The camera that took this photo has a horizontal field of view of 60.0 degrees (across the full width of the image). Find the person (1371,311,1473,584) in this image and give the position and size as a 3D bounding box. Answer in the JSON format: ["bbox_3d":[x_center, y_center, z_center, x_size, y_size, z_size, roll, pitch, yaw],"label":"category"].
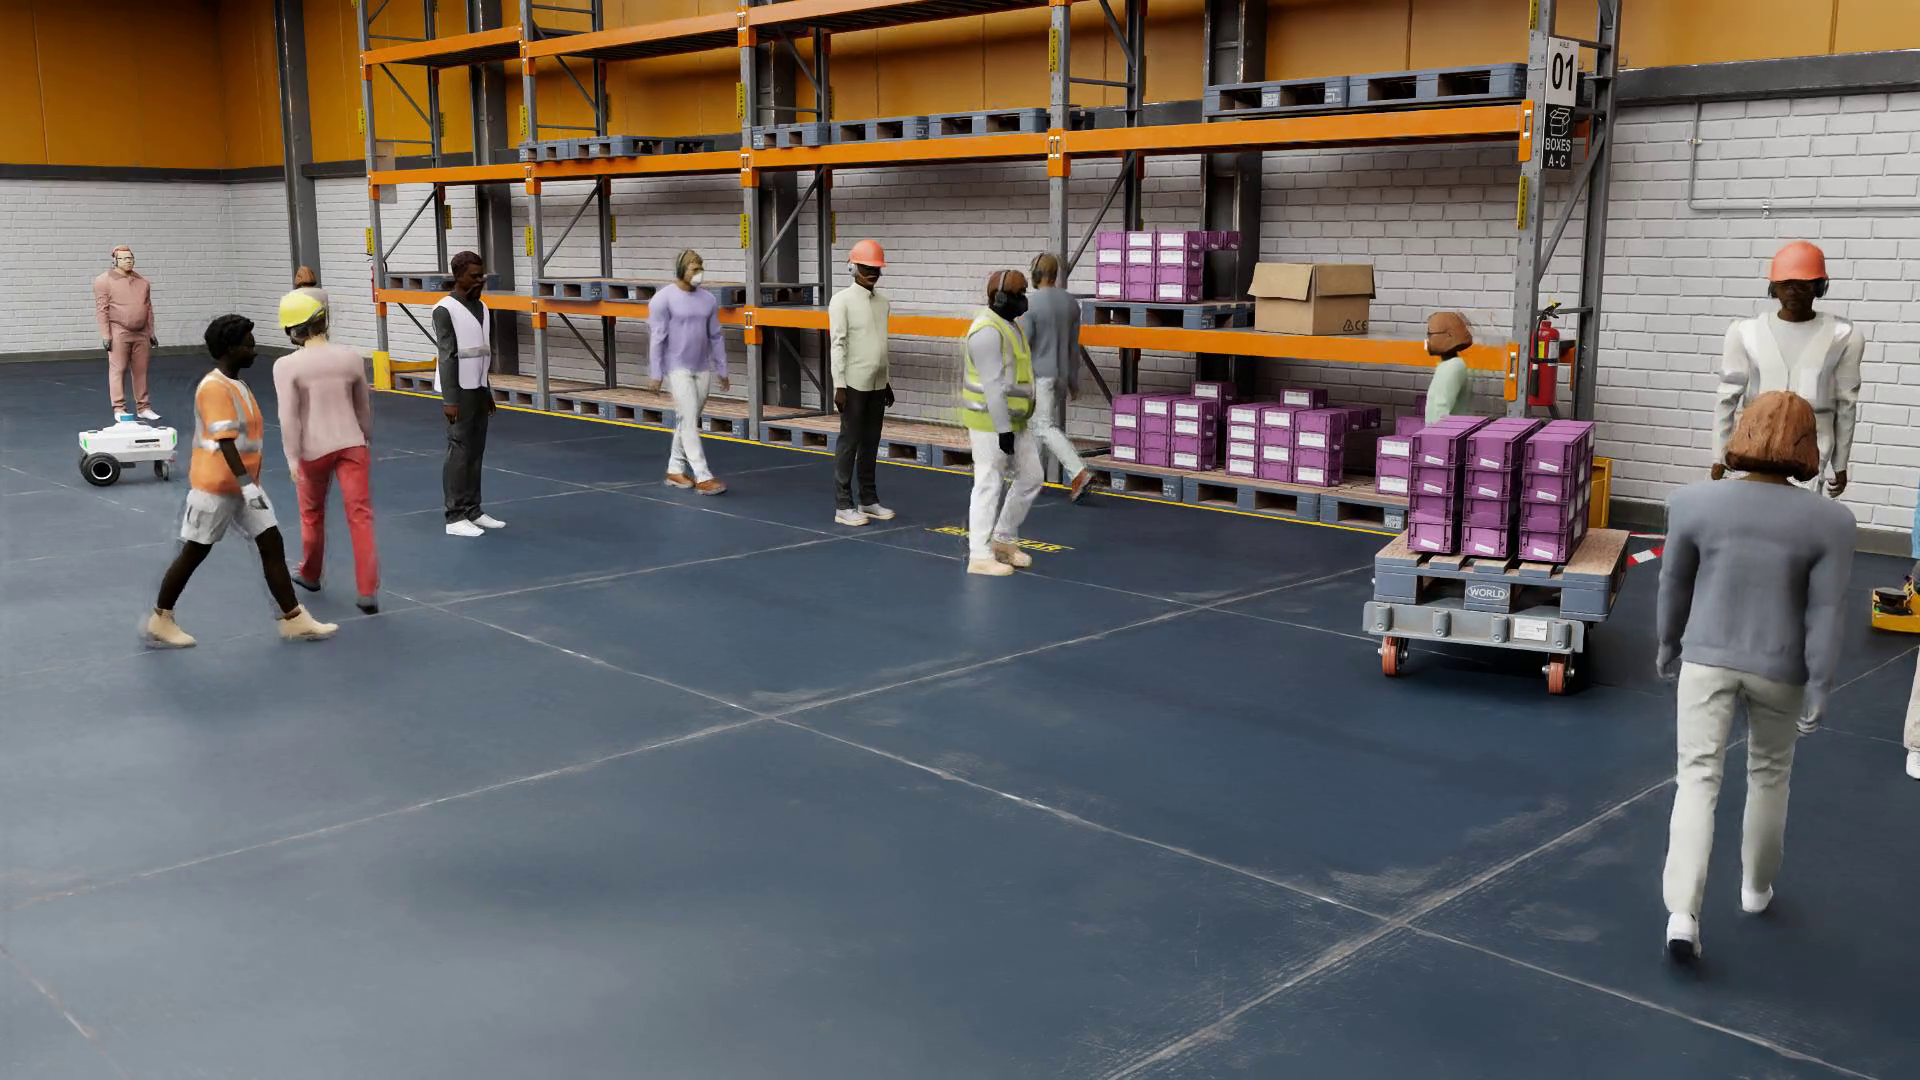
[{"bbox_3d":[2.807,-0.489,9.417,0.787,1.602,0.528,2,11,11],"label":"person"}]

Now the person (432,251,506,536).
[{"bbox_3d":[-3.365,-0.994,11.306,0.369,1.915,0.597,2,11,11],"label":"person"}]

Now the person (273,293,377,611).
[{"bbox_3d":[-3.471,-0.484,9.082,0.553,1.702,0.924,-9,14,-40],"label":"person"}]

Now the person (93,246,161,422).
[{"bbox_3d":[-9.060,-2.244,18.146,0.408,1.909,0.638,6,12,30],"label":"person"}]

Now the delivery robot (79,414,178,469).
[{"bbox_3d":[-6.833,-0.796,13.682,0.707,0.478,0.477,-6,12,-30],"label":"delivery robot"}]

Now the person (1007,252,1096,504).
[{"bbox_3d":[0.709,-1.235,12.676,0.636,1.908,0.938,-10,14,-43],"label":"person"}]

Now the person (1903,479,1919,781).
[{"bbox_3d":[3.782,0.094,6.129,0.522,1.638,0.310,2,11,11],"label":"person"}]

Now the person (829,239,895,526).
[{"bbox_3d":[-0.670,-1.106,11.707,0.390,1.990,0.623,7,13,34],"label":"person"}]

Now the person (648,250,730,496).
[{"bbox_3d":[-2.093,-1.318,13.109,0.842,1.902,0.652,8,13,39],"label":"person"}]

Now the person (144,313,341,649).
[{"bbox_3d":[-3.605,-0.282,8.150,0.905,1.651,0.535,0,10,-2],"label":"person"}]

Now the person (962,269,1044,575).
[{"bbox_3d":[0.261,-0.684,9.886,0.482,1.826,0.629,4,11,22],"label":"person"}]

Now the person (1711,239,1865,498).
[{"bbox_3d":[4.033,-0.459,8.138,0.621,2.014,0.887,6,12,30],"label":"person"}]

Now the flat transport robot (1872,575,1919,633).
[{"bbox_3d":[5.422,0.363,8.391,1.431,0.197,0.652,5,12,28],"label":"flat transport robot"}]

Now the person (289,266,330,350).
[{"bbox_3d":[-8.126,-2.595,20.801,0.500,1.636,0.286,-10,14,-44],"label":"person"}]

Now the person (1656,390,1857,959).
[{"bbox_3d":[2.219,0.375,4.717,0.503,1.595,0.813,6,12,28],"label":"person"}]
